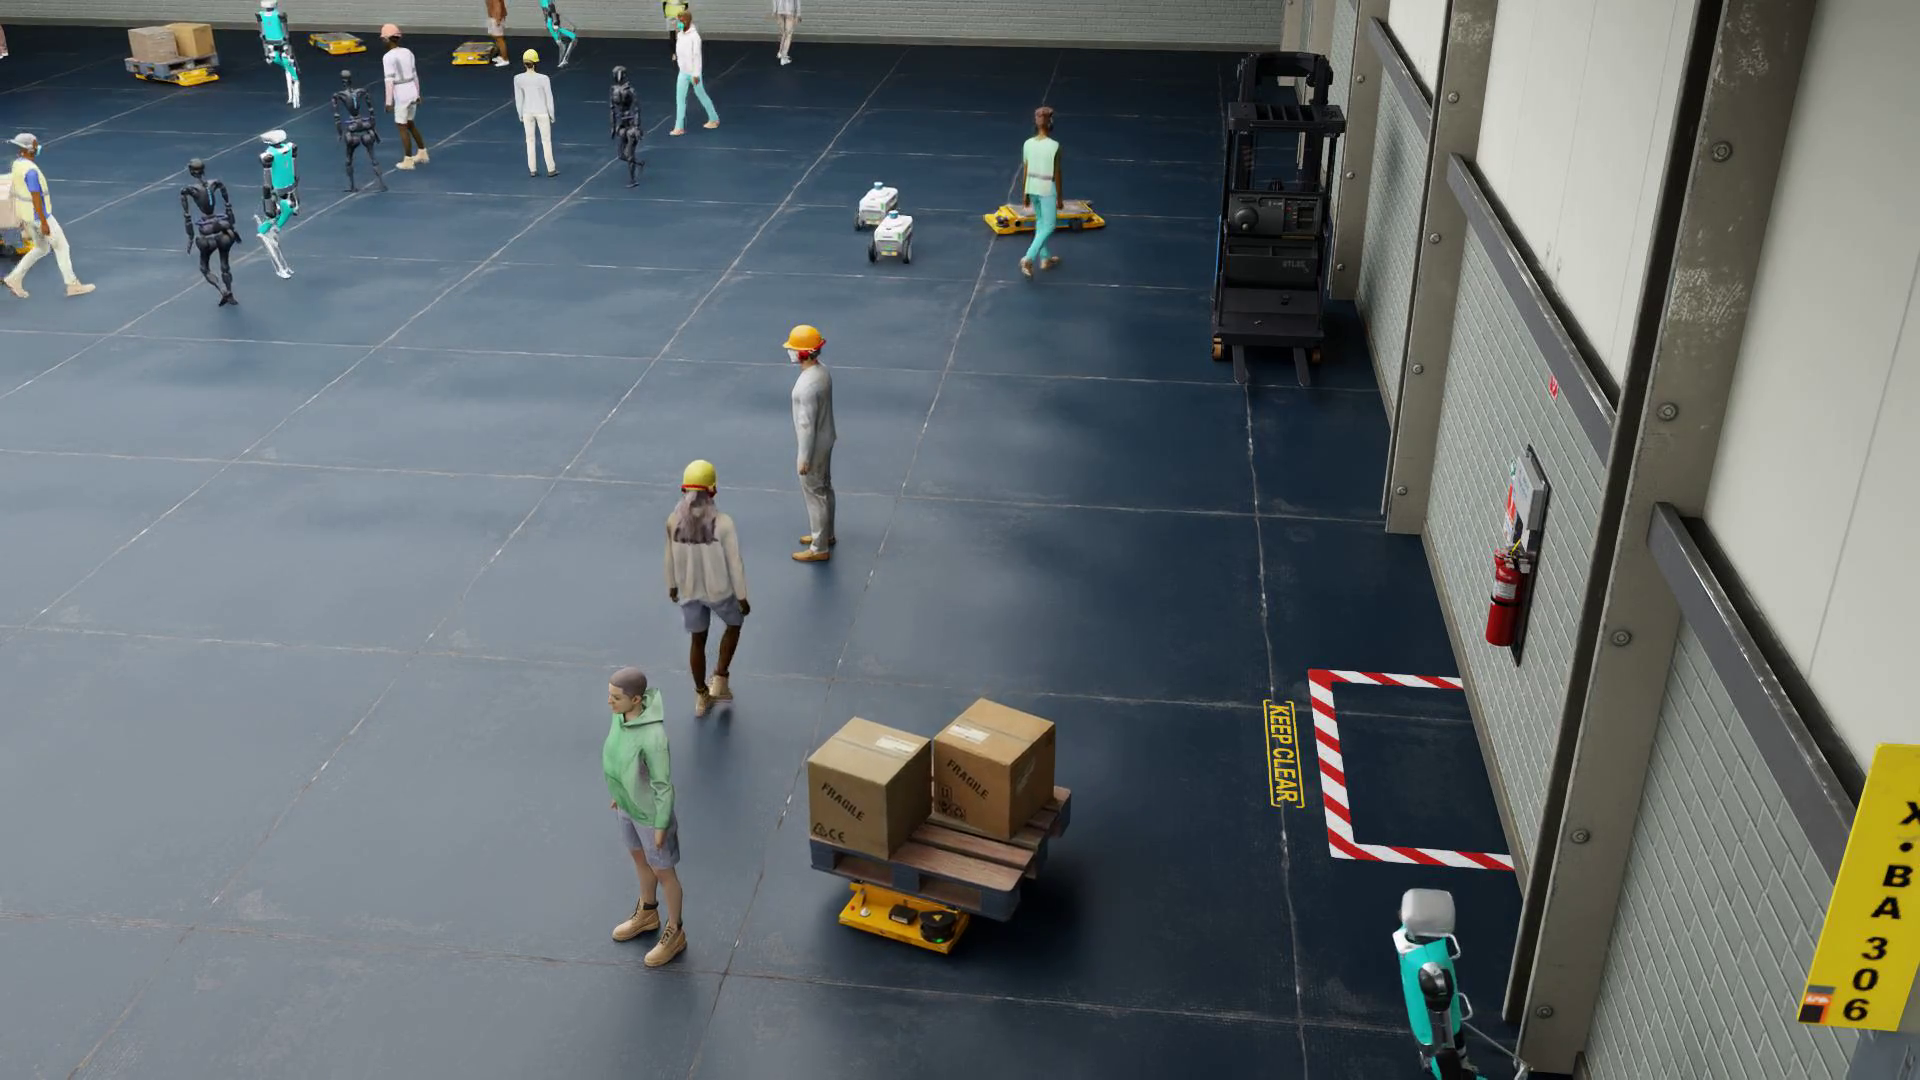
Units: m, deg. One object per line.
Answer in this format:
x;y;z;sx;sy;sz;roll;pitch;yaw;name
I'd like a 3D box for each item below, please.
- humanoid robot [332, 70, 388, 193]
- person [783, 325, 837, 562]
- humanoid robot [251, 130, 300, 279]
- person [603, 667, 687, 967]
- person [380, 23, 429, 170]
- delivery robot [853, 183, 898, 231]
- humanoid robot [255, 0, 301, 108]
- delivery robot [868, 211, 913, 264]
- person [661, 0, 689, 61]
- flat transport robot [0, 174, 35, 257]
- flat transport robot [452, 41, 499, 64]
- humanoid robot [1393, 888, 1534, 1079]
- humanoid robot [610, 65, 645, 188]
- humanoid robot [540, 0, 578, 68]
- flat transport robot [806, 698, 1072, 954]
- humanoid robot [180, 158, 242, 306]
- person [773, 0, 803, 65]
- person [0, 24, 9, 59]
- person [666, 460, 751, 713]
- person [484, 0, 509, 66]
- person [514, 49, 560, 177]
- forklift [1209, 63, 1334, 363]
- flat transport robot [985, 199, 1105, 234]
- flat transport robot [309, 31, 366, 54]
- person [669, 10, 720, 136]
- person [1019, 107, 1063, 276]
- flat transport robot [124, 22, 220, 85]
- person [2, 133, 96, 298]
-8.215;-5.573;22.714;0.584;1.632;0.432;-21;33;-35;humanoid robot
-1.143;-0.751;12.838;0.378;1.892;0.567;3;27;6;person
-7.955;-3.838;19.184;0.788;1.803;0.547;8;28;16;humanoid robot
-1.643;1.416;8.667;0.346;1.742;0.469;-22;34;-37;person
-8.033;-6.366;23.898;0.448;2.026;0.653;6;27;11;person
-1.047;-4.284;21.361;0.499;0.586;0.773;6;27;12;delivery robot
-11.215;-8.076;27.674;0.539;1.824;0.738;4;27;9;humanoid robot
-0.819;-3.669;20.164;0.525;0.613;0.784;5;27;10;delivery robot
-5.326;-9.867;31.251;0.541;1.684;0.355;3;27;7;person
-12.021;-3.623;20.370;1.431;0.231;0.659;-12;29;-22;flat transport robot
-9.186;-9.253;31.611;0.659;0.231;1.431;-2;27;-4;flat transport robot
2.198;2.282;7.035;0.869;1.830;0.558;1;27;2;humanoid robot
-4.545;-5.737;23.027;0.599;1.645;0.524;19;32;33;humanoid robot
-7.333;-9.479;30.545;0.737;1.898;0.546;-16;31;-29;humanoid robot
-0.083;1.801;9.544;0.659;0.231;1.431;11;29;21;flat transport robot
-8.216;-3.386;18.322;0.382;1.644;0.609;19;32;33;humanoid robot
-3.189;-9.806;30.971;0.597;1.834;0.506;17;31;31;person
-18.407;-10.057;31.397;0.410;1.902;0.639;-2;27;-3;person
-1.640;0.314;10.851;0.600;1.747;0.428;6;27;12;person
-8.581;-9.708;30.791;0.384;1.823;0.841;-13;30;-25;person
-5.981;-6.018;23.480;0.532;1.767;0.322;1;27;1;person
3.241;-3.477;17.183;1.129;2.768;1.873;3;27;6;forklift
1.094;-4.164;21.452;1.431;0.231;0.659;-6;27;-12;flat transport robot
-12.213;-9.745;32.592;0.659;0.231;1.431;-18;32;-32;flat transport robot
-4.174;-7.317;25.957;0.502;1.875;0.970;19;32;34;person
0.941;-4.038;19.324;0.492;1.955;0.844;20;33;34;person
-14.057;-8.367;29.841;1.431;0.231;0.659;15;30;27;flat transport robot
-10.324;-3.583;18.523;0.830;1.862;0.528;-23;34;-38;person
